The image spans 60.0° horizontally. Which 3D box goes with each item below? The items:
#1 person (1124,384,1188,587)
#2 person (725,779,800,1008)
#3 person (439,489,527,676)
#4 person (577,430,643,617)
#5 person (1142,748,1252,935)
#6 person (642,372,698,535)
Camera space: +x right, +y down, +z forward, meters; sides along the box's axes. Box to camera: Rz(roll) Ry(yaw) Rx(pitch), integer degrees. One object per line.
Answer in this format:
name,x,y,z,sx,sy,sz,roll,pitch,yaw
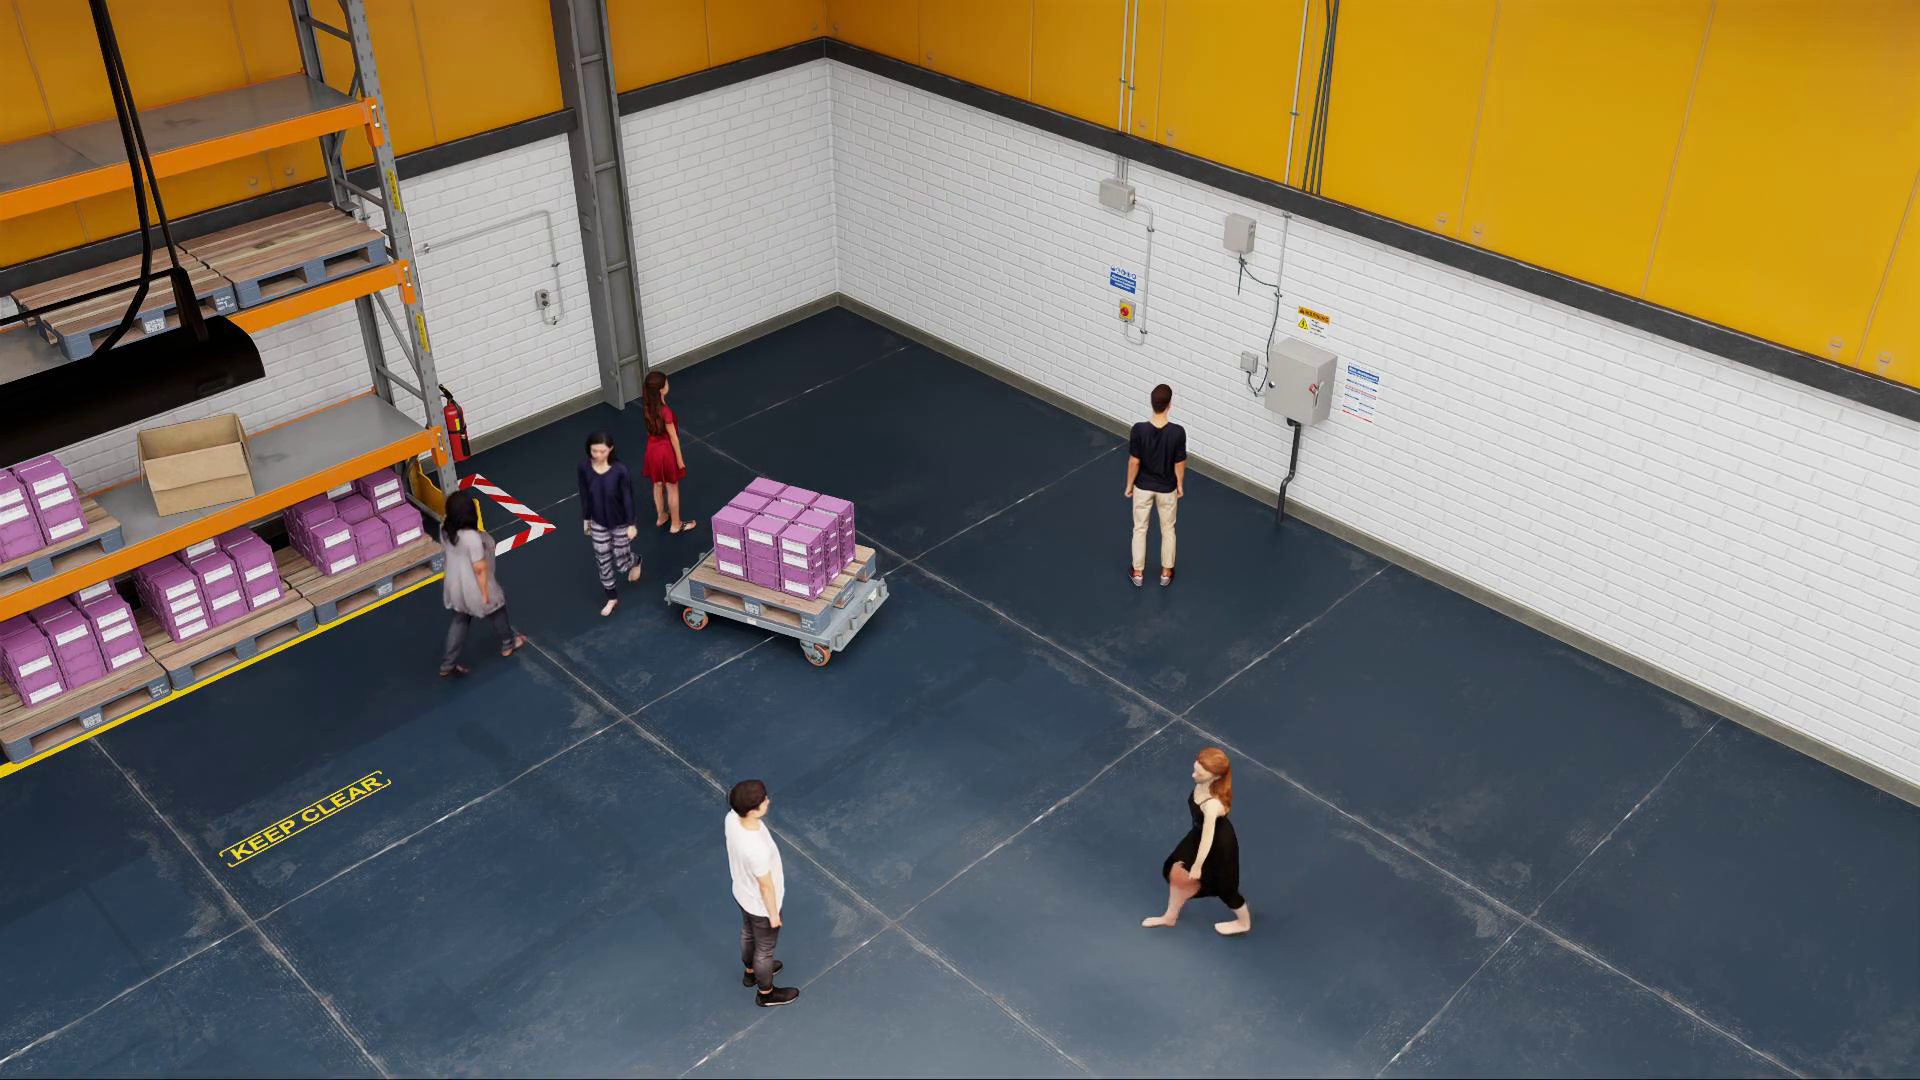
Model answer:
person,1.625,-0.433,13.805,0.710,1.849,0.748,3,34,4
person,-1.234,2.119,10.080,0.632,1.722,0.685,-16,37,-23
person,-3.841,0.359,12.850,0.796,1.587,1.075,17,37,24
person,-2.813,-0.205,13.583,0.846,1.714,0.951,10,35,15
person,1.674,1.921,10.496,1.022,1.590,0.926,0,34,0
person,-2.602,-0.778,14.590,0.550,1.554,0.613,25,41,33
